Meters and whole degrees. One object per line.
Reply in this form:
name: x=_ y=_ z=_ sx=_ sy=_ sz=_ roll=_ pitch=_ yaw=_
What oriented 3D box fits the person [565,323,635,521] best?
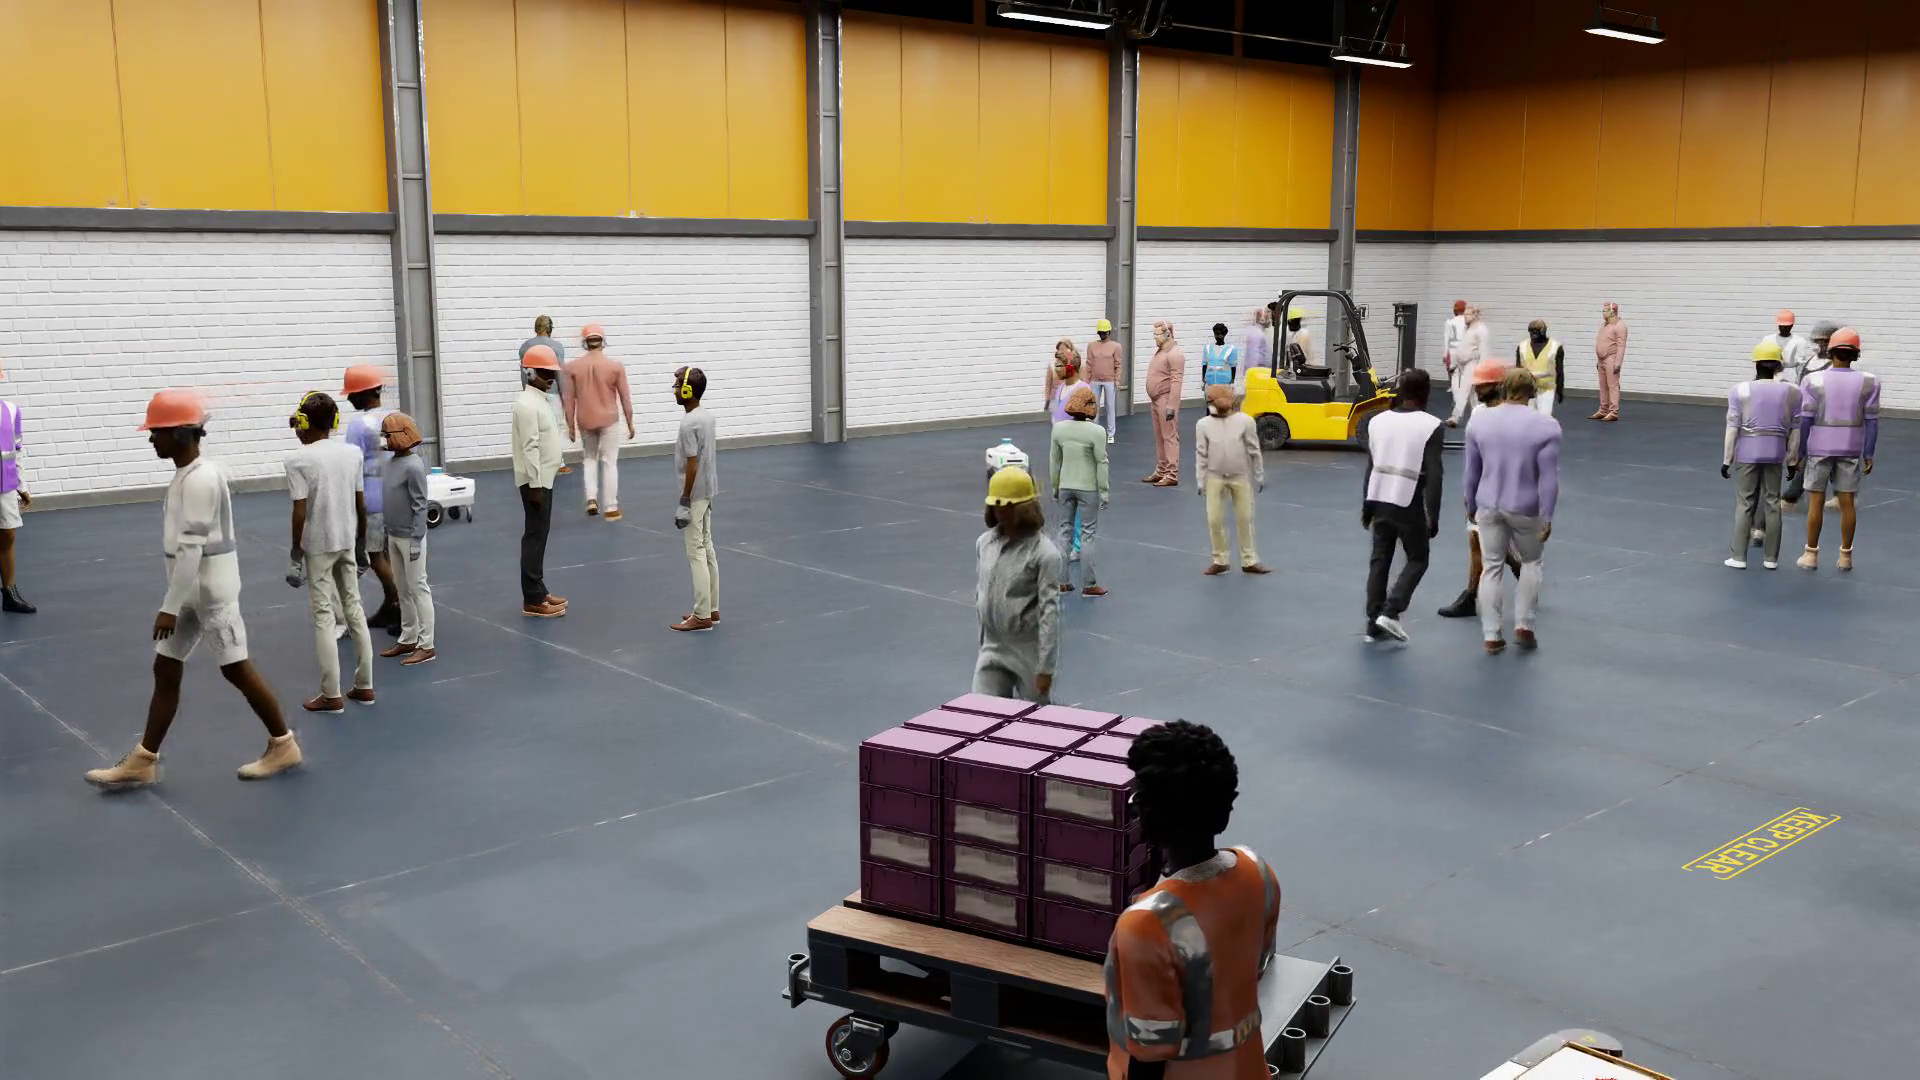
person: x=-3.591 y=-1.175 z=16.615 sx=0.652 sy=1.964 sz=0.506 roll=0 pitch=10 yaw=2

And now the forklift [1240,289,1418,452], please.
forklift: x=5.034 y=-2.339 z=22.783 sx=2.313 sy=2.155 sz=1.214 roll=3 pitch=10 yaw=16

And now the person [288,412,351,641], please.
person: x=-4.332 y=-0.095 z=11.288 sx=0.556 sy=1.617 sz=0.431 roll=7 pitch=12 yaw=34

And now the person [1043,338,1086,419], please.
person: x=1.330 y=-1.706 z=20.746 sx=0.555 sy=1.621 sz=0.393 roll=5 pitch=11 yaw=28

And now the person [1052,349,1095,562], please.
person: x=0.989 y=-0.730 z=14.401 sx=0.396 sy=1.840 sz=0.565 roll=-3 pitch=10 yaw=-18

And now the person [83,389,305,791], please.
person: x=-3.793 y=0.257 z=8.188 sx=0.996 sy=1.995 sz=0.620 roll=-6 pitch=12 yaw=-33

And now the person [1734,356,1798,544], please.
person: x=7.436 y=-0.870 z=15.373 sx=0.510 sy=1.805 sz=0.974 roll=7 pitch=12 yaw=35

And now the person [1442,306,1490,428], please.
person: x=7.695 y=-2.641 z=25.487 sx=0.885 sy=1.875 sz=0.658 roll=-2 pitch=10 yaw=-10

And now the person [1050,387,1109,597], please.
person: x=0.932 y=-0.374 z=12.921 sx=0.509 sy=1.632 sz=0.267 roll=7 pitch=12 yaw=36

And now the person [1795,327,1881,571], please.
person: x=7.336 y=-0.756 z=13.959 sx=0.615 sy=2.041 sz=0.376 roll=3 pitch=10 yaw=16

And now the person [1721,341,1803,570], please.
person: x=6.723 y=-0.702 z=13.986 sx=0.595 sy=1.923 sz=0.378 roll=2 pitch=10 yaw=10

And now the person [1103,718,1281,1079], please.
person: x=0.471 y=1.205 z=3.494 sx=0.319 sy=1.695 sz=0.532 roll=7 pitch=12 yaw=35

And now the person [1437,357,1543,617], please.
person: x=3.942 y=-0.387 z=12.182 sx=0.818 sy=1.915 sz=0.559 roll=-2 pitch=10 yaw=-14

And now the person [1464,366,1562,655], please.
person: x=3.665 y=-0.198 z=11.074 sx=0.633 sy=1.910 sz=0.576 roll=5 pitch=11 yaw=29

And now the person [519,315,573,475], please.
person: x=-4.991 y=-1.742 z=20.047 sx=0.627 sy=1.936 sz=0.372 roll=4 pitch=10 yaw=20

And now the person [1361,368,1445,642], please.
person: x=2.983 y=-0.222 z=11.308 sx=0.549 sy=1.885 sz=0.615 roll=-9 pitch=13 yaw=-41

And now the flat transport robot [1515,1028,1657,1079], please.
flat transport robot: x=1.636 y=1.733 z=4.567 sx=1.431 sy=0.197 sz=0.652 roll=-9 pitch=13 yaw=-42

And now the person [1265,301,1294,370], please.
person: x=4.707 y=-2.590 z=24.923 sx=0.367 sy=1.966 sz=0.606 roll=-9 pitch=13 yaw=-42

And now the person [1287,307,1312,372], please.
person: x=4.866 y=-2.457 z=24.393 sx=0.934 sy=1.872 sz=0.578 roll=-1 pitch=10 yaw=-7

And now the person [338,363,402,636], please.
person: x=-4.021 y=-0.270 z=11.511 sx=0.648 sy=1.904 sz=0.558 roll=2 pitch=10 yaw=13

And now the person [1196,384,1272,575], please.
person: x=2.257 y=-0.480 z=13.648 sx=0.657 sy=1.596 sz=0.373 roll=2 pitch=10 yaw=14

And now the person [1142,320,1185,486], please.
person: x=2.334 y=-1.570 z=19.133 sx=0.407 sy=1.905 sz=0.639 roll=-2 pitch=10 yaw=-12

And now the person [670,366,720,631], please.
person: x=-1.881 y=-0.290 z=11.735 sx=0.328 sy=1.872 sz=0.508 roll=1 pitch=10 yaw=9

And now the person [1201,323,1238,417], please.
person: x=3.672 y=-2.233 z=23.626 sx=0.532 sy=1.695 sz=0.319 roll=5 pitch=11 yaw=26

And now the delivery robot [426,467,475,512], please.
delivery robot: x=-5.148 y=-0.474 z=16.386 sx=0.477 sy=0.478 sz=0.707 roll=7 pitch=12 yaw=37

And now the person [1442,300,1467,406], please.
person: x=8.787 y=-3.284 z=29.273 sx=0.617 sy=1.863 sz=0.494 roll=0 pitch=10 yaw=-1

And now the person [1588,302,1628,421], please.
person: x=10.392 y=-2.856 z=26.669 sx=0.402 sy=1.904 sz=0.639 roll=-1 pitch=10 yaw=-6

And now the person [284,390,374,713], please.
person: x=-3.661 y=0.073 z=9.630 sx=0.317 sy=1.865 sz=0.523 roll=7 pitch=12 yaw=35

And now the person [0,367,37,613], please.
person: x=-7.051 y=-0.392 z=12.130 sx=0.371 sy=1.939 sz=0.543 roll=5 pitch=11 yaw=28

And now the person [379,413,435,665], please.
person: x=-3.611 y=-0.012 z=10.803 sx=0.285 sy=1.633 sz=0.500 roll=-9 pitch=13 yaw=-42

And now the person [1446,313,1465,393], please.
person: x=9.518 y=-3.637 z=31.760 sx=0.555 sy=1.714 sz=0.555 roll=10 pitch=14 yaw=44

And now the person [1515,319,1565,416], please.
person: x=7.619 y=-1.990 z=21.855 sx=0.647 sy=1.820 sz=0.708 roll=6 pitch=11 yaw=32

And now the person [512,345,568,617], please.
person: x=-3.084 y=-0.436 z=12.235 sx=0.391 sy=1.990 sz=0.623 roll=-1 pitch=10 yaw=-8

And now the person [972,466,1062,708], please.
person: x=0.230 y=0.522 z=7.473 sx=0.505 sy=1.713 sz=0.746 roll=8 pitch=12 yaw=39

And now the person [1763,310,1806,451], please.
person: x=11.100 y=-2.146 z=22.484 sx=0.553 sy=1.922 sz=0.430 roll=7 pitch=12 yaw=37

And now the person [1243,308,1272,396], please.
person: x=4.397 y=-2.442 z=24.308 sx=0.635 sy=1.883 sz=0.682 roll=1 pitch=10 yaw=4

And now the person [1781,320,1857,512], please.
person: x=8.919 y=-1.315 z=17.238 sx=1.042 sy=2.000 sz=0.693 roll=-1 pitch=10 yaw=-5

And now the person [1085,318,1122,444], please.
person: x=2.011 y=-2.234 z=23.432 sx=0.523 sy=1.765 sz=0.316 roll=3 pitch=10 yaw=19

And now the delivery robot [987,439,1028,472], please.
delivery robot: x=0.535 y=-0.912 z=18.948 sx=0.477 sy=0.478 sz=0.707 roll=-2 pitch=10 yaw=-12
